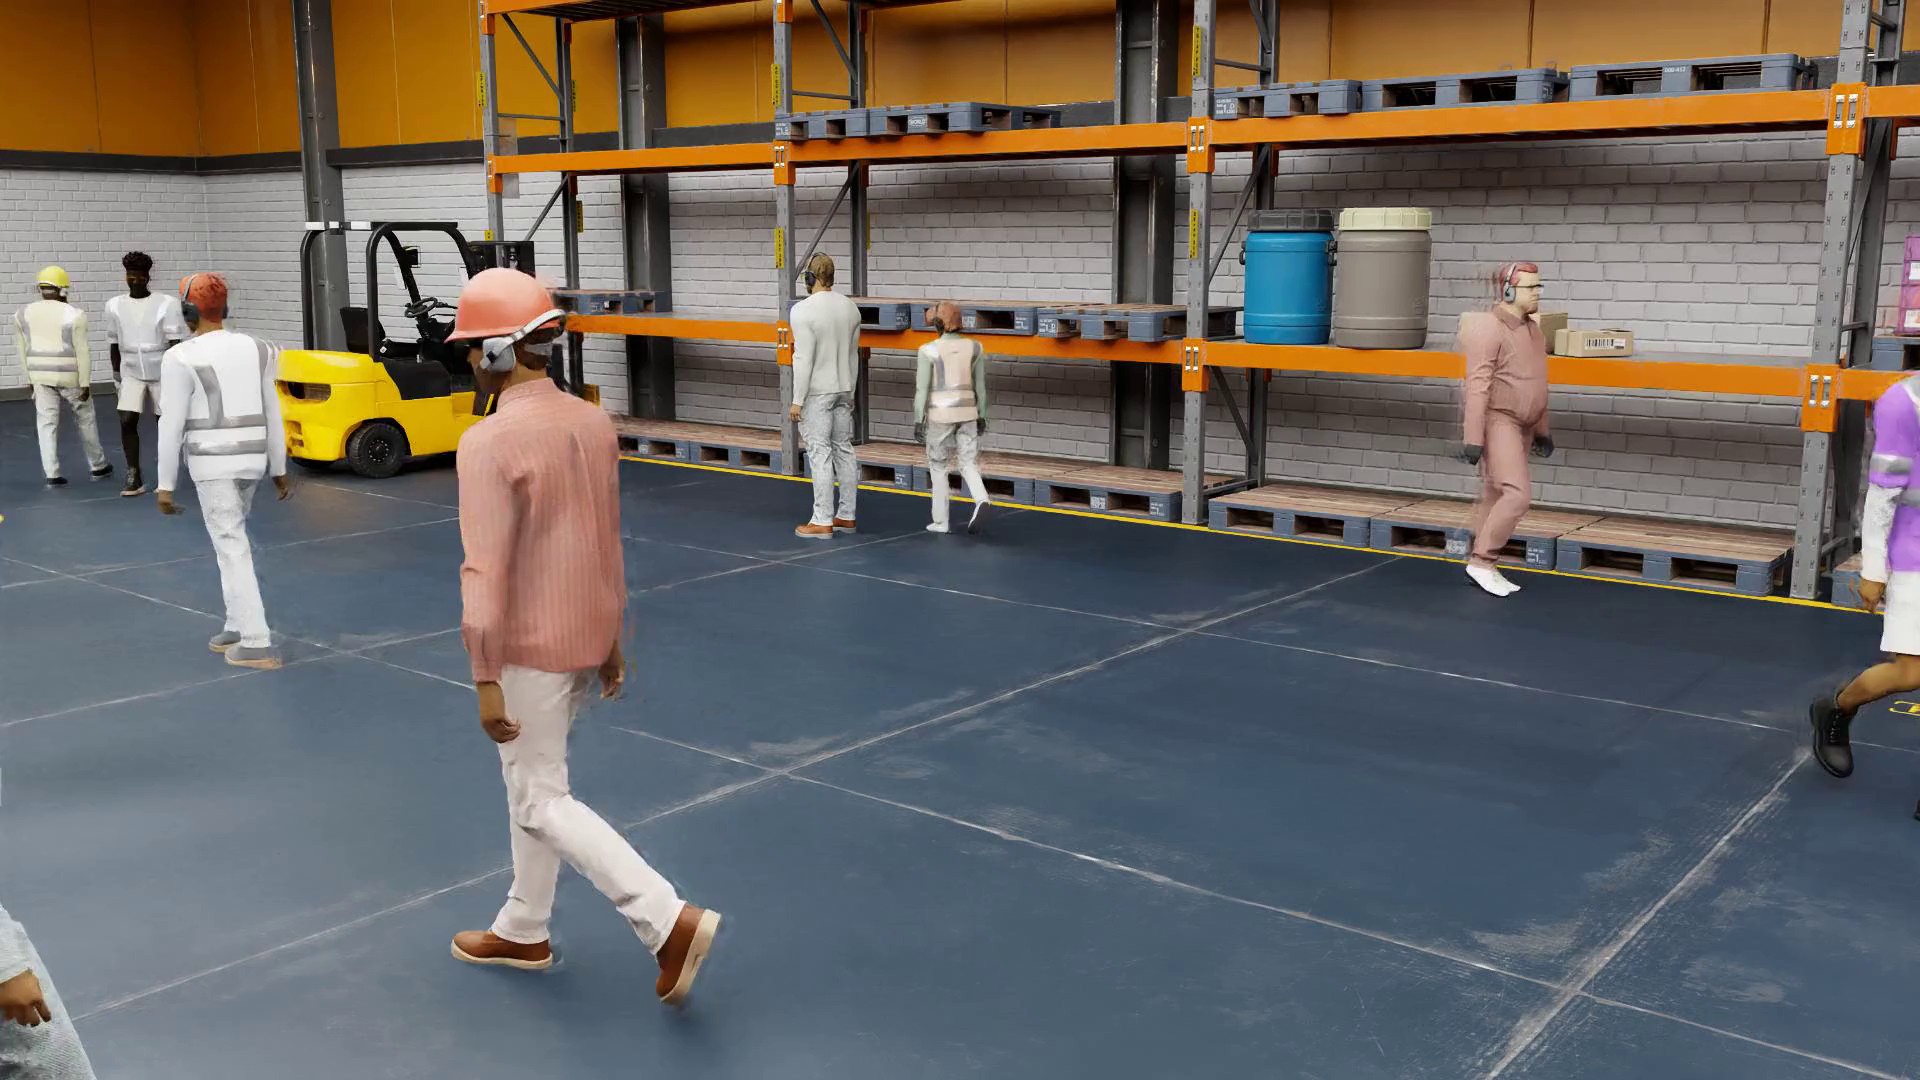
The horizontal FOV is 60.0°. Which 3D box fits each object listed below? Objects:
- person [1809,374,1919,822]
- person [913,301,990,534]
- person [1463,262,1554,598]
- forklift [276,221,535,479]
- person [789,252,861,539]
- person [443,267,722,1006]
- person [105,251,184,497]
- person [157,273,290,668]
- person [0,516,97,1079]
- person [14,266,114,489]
[{"bbox_3d":[3.357,0.042,5.767,0.547,1.915,0.668,-1,10,-8],"label":"person"},{"bbox_3d":[-0.018,-0.807,11.295,0.556,1.614,0.631,-5,11,-27],"label":"person"},{"bbox_3d":[3.131,-0.621,9.464,0.496,1.894,0.639,9,13,40],"label":"person"},{"bbox_3d":[-4.922,-1.741,14.854,1.214,2.155,2.313,8,13,38],"label":"forklift"},{"bbox_3d":[-0.922,-0.978,11.331,0.356,1.938,0.633,8,13,36],"label":"person"},{"bbox_3d":[-1.026,0.273,4.368,0.864,1.961,0.621,4,11,20],"label":"person"},{"bbox_3d":[-6.434,-1.295,13.119,0.603,1.930,0.720,-2,10,-9],"label":"person"},{"bbox_3d":[-3.535,-0.323,7.898,0.678,1.860,0.622,5,11,25],"label":"person"},{"bbox_3d":[-1.804,0.675,2.872,0.905,1.703,0.484,-4,11,-22],"label":"person"},{"bbox_3d":[-7.412,-1.347,13.761,0.604,1.803,0.819,-1,10,-6],"label":"person"}]
